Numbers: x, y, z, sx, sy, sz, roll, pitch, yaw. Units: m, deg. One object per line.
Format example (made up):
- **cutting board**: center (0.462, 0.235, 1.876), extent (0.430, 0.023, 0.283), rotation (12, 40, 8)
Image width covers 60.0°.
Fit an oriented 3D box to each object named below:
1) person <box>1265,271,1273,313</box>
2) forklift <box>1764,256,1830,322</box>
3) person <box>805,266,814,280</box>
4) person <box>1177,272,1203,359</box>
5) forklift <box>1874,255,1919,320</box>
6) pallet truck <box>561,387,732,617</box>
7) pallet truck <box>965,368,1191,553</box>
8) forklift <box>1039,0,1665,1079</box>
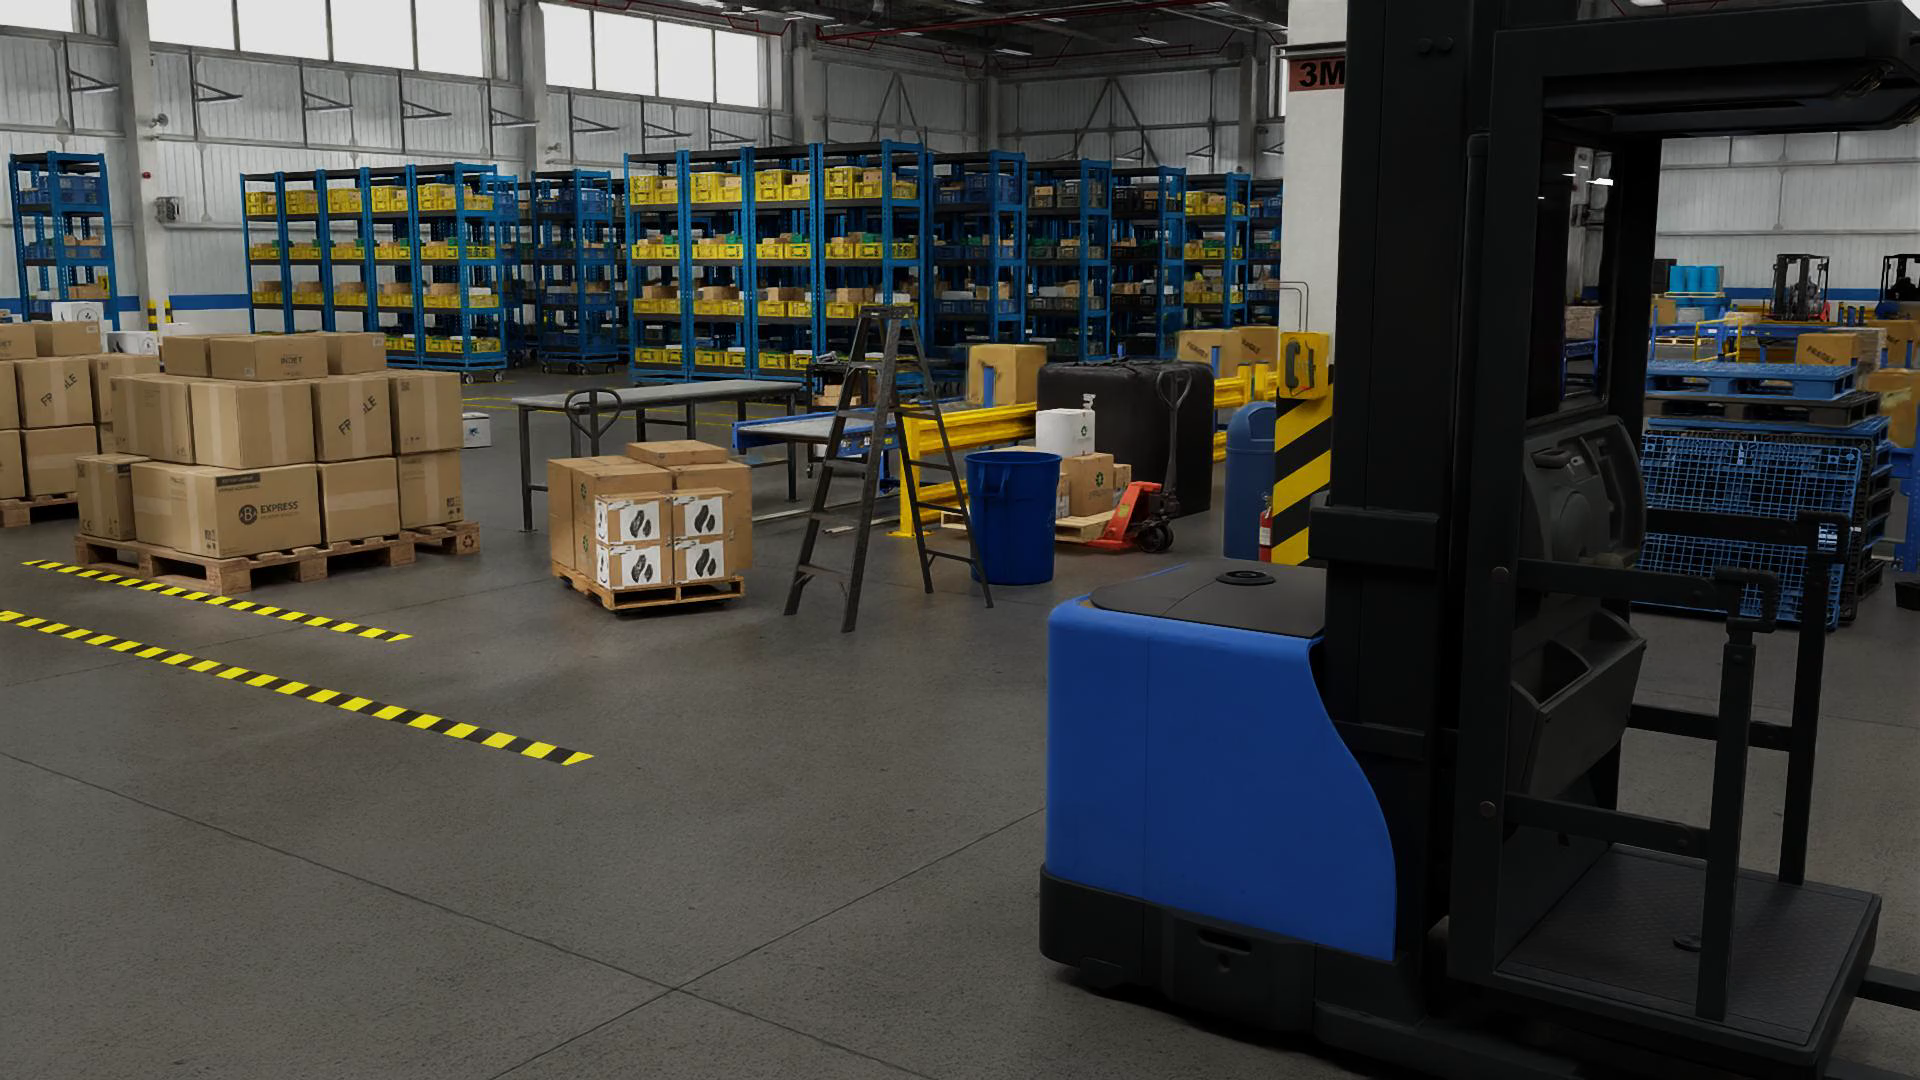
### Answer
- **person**: center (8.239, -6.219, 43.820), extent (0.571, 1.800, 0.978), rotation (-5, 11, -29)
- **forklift**: center (20.253, -5.854, 40.139), extent (1.157, 1.987, 2.680), rotation (7, 12, 35)
- **person**: center (-3.442, -5.297, 37.721), extent (0.611, 1.995, 0.377), rotation (6, 11, 31)
- **person**: center (4.411, -4.224, 31.881), extent (0.526, 1.809, 0.636), rotation (5, 11, 28)
- **forklift**: center (22.089, -5.634, 38.796), extent (1.157, 1.987, 2.680), rotation (6, 11, 33)
- **pallet truck**: center (-1.981, -0.274, 10.088), extent (0.680, 1.201, 1.601), rotation (-5, 11, -28)
- **pallet truck**: center (0.845, -0.609, 11.869), extent (1.630, 1.274, 0.653), rotation (7, 12, 35)
- **forklift**: center (1.249, -0.137, 4.360), extent (1.873, 2.768, 1.129), rotation (7, 12, 35)
